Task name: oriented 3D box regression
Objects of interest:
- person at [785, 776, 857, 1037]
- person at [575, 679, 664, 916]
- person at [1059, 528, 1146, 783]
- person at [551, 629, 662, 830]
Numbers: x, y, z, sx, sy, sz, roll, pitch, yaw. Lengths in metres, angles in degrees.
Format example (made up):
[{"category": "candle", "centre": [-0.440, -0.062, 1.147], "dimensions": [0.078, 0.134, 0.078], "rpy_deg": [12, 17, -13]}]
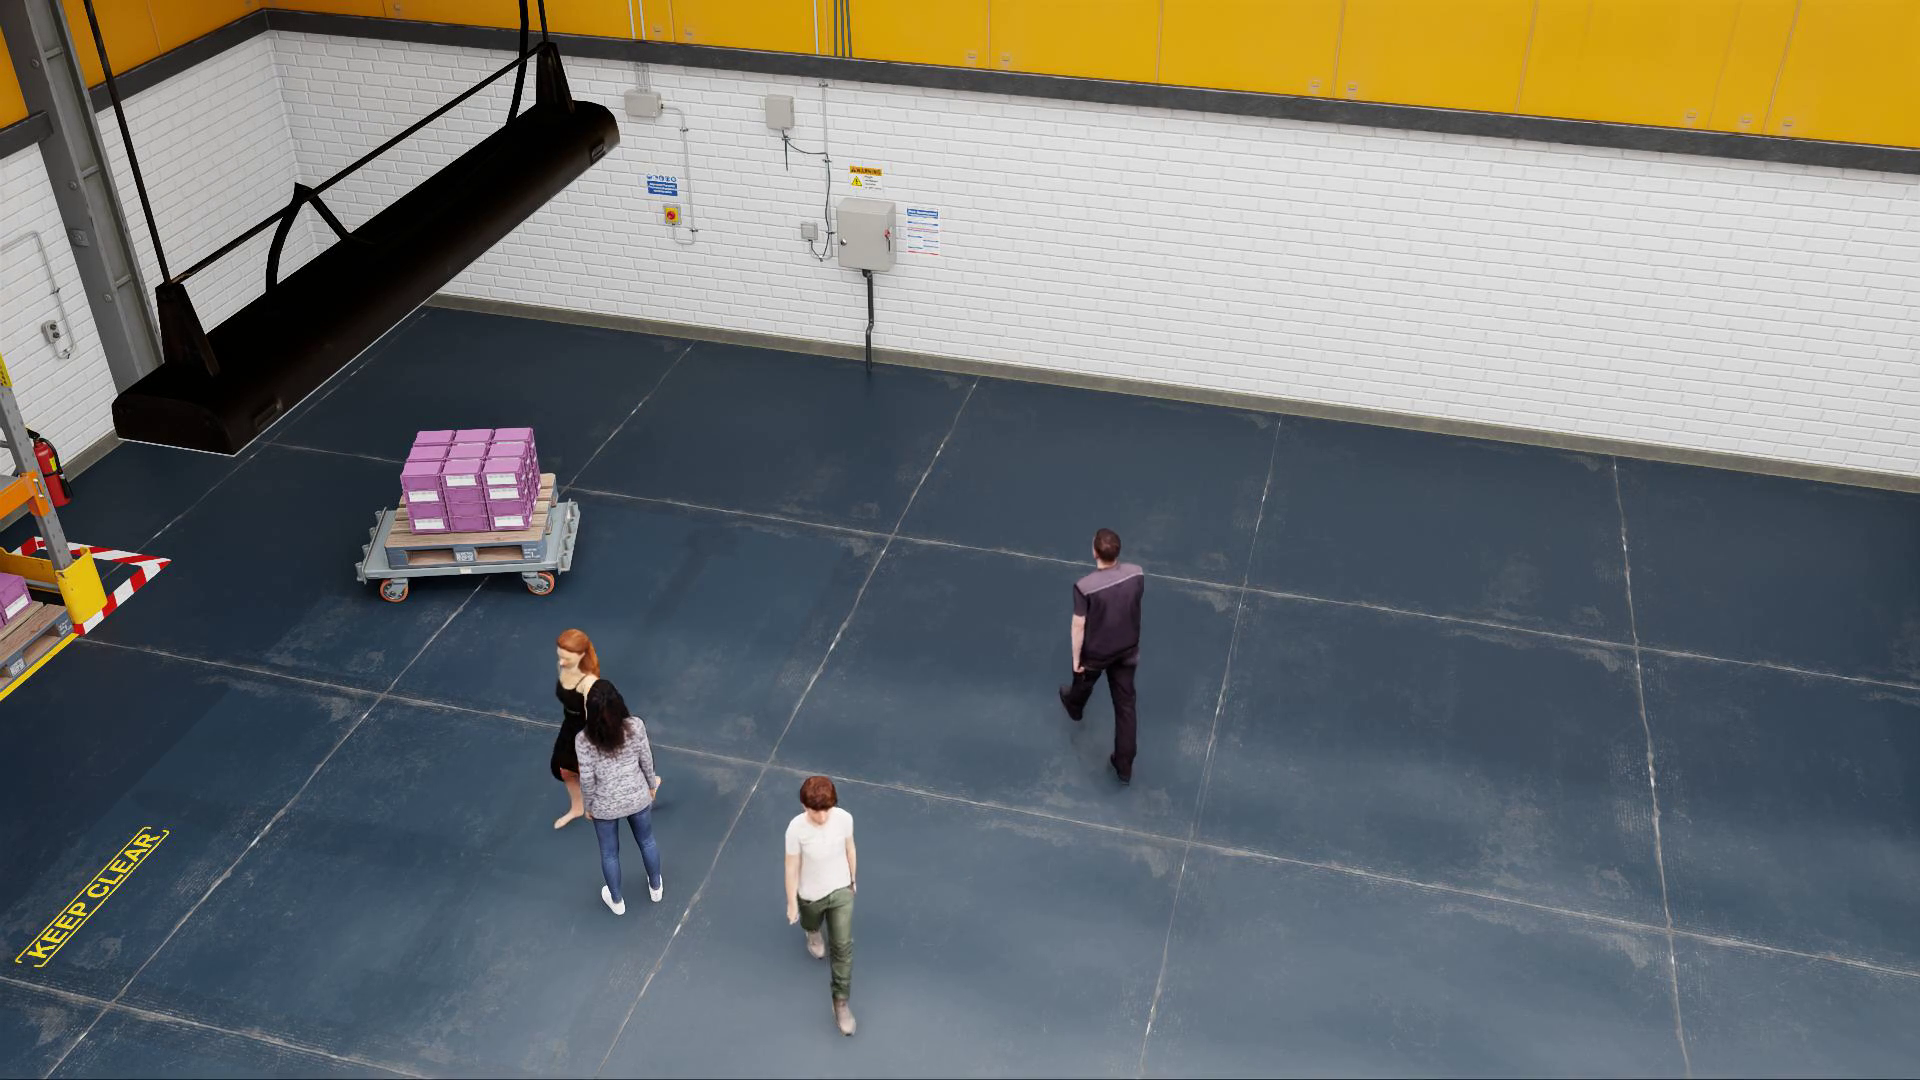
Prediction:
[{"category": "person", "centre": [-0.806, 1.960, 9.546], "dimensions": [0.982, 1.617, 1.198], "rpy_deg": [-9, 35, -14]}, {"category": "person", "centre": [-2.065, 1.549, 10.059], "dimensions": [0.683, 1.733, 0.726], "rpy_deg": [-15, 36, -21]}, {"category": "person", "centre": [1.028, 0.802, 11.134], "dimensions": [1.095, 1.787, 1.326], "rpy_deg": [-9, 35, -13]}, {"category": "person", "centre": [-2.312, 1.204, 10.700], "dimensions": [1.020, 1.599, 0.876], "rpy_deg": [-24, 40, -31]}]
